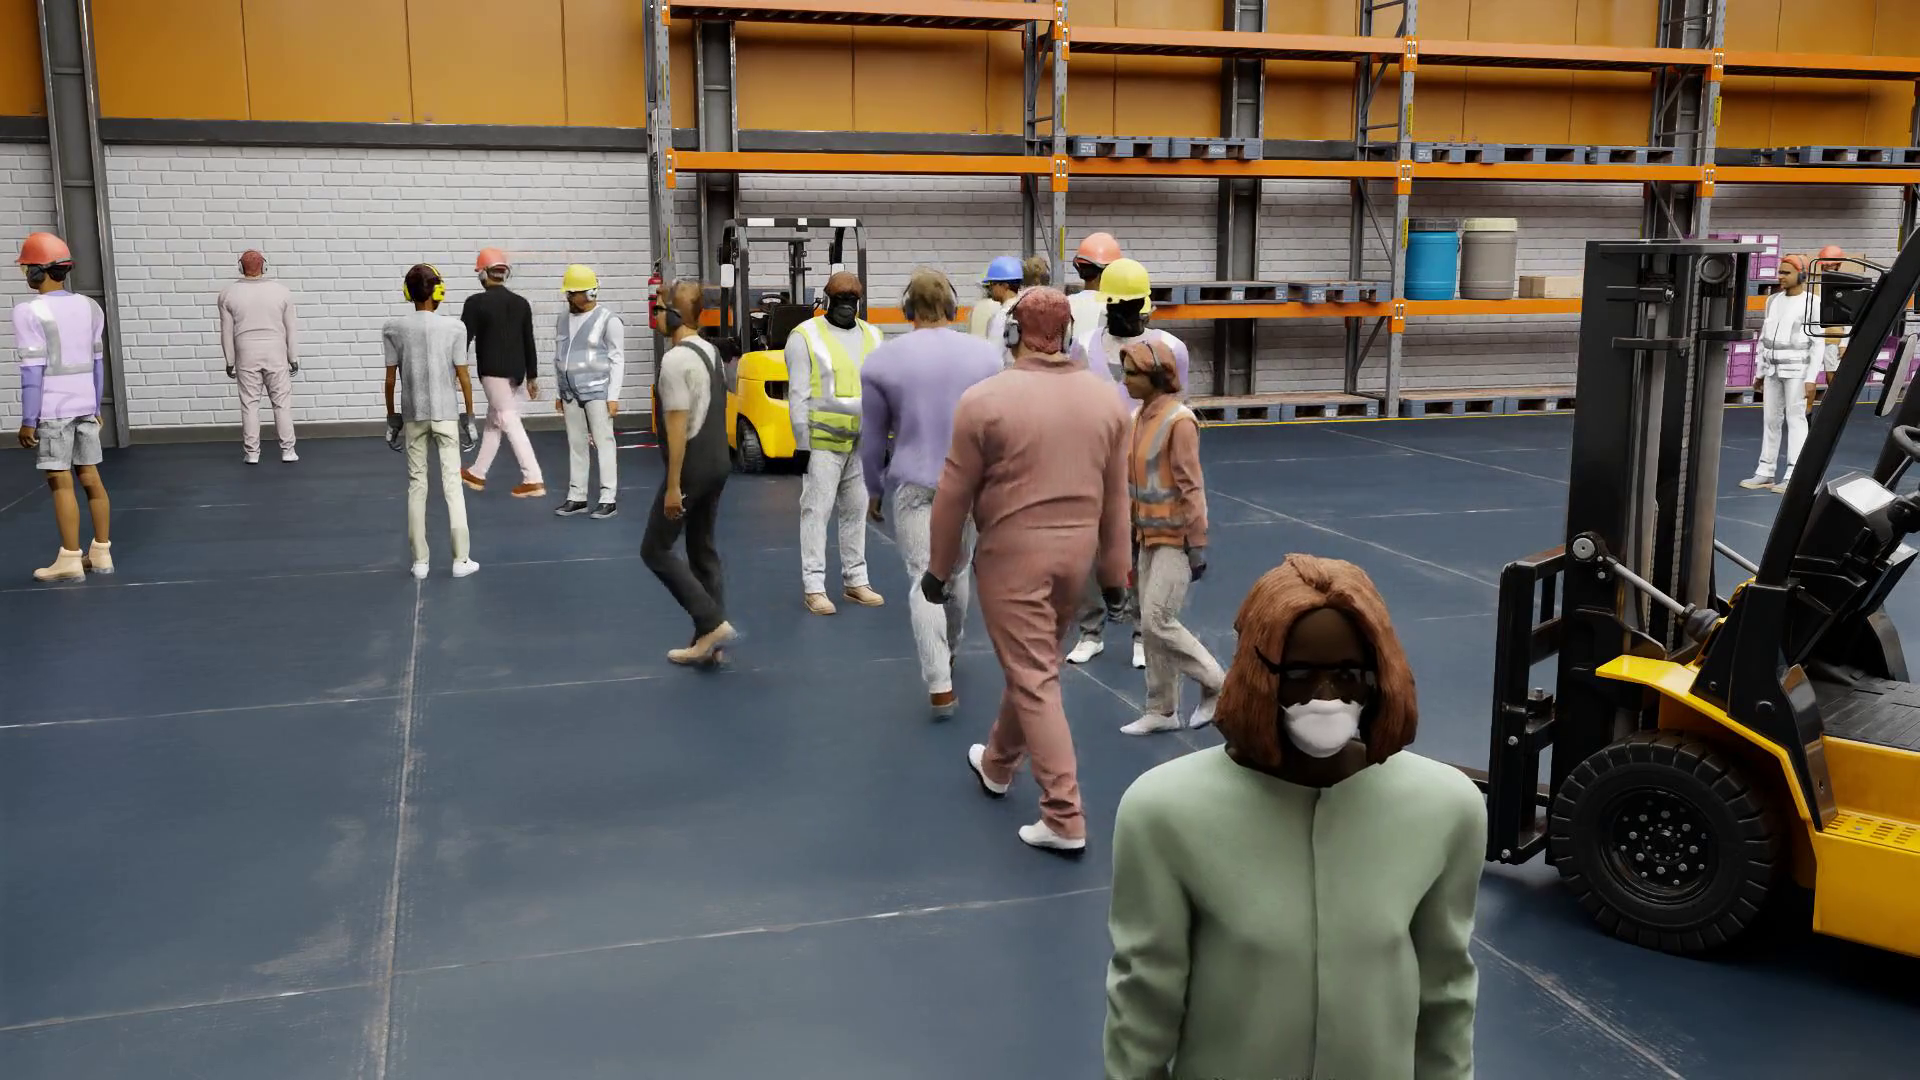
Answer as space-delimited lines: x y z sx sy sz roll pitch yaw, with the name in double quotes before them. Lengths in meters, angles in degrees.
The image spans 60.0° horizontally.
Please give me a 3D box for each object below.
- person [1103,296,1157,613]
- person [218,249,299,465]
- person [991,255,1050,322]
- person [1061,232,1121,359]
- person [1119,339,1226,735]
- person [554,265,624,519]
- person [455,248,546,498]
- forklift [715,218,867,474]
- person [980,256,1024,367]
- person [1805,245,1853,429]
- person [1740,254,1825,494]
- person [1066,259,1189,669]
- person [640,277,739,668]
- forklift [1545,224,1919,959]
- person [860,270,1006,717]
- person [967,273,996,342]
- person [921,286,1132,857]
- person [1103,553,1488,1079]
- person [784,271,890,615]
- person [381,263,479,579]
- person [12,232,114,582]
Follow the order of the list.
"person" 0.920 -0.492 9.021 0.322 1.769 0.523 -3 11 -15
"person" -6.236 -1.626 14.842 0.643 1.913 0.411 -4 11 -23
"person" 0.566 -1.200 12.595 0.652 1.887 1.040 2 10 9
"person" 0.798 -0.771 9.789 0.605 2.045 0.385 9 14 40
"person" 0.841 0.010 6.664 0.428 1.620 0.559 -3 11 -15
"person" -2.701 -1.064 12.005 0.587 1.822 0.403 5 12 27
"person" -3.636 -1.302 13.036 1.066 1.935 0.619 5 12 27
"forklift" -1.522 -1.778 14.899 1.214 2.155 2.313 -3 11 -17
"person" 0.322 -0.981 11.360 1.027 1.883 0.610 2 11 13
"person" 8.963 -2.081 17.261 0.352 1.940 0.545 -7 12 -34
"person" 6.549 -1.310 13.185 0.357 1.883 0.573 -4 11 -20
"person" 0.768 -0.350 7.823 0.585 1.921 0.383 4 11 19
"person" -1.271 -0.291 7.721 0.403 1.832 0.542 3 11 16
"forklift" 2.909 0.117 4.508 2.313 2.155 1.214 9 14 40
"person" -0.116 -0.232 7.295 0.636 1.870 1.063 -1 10 -5
"person" 0.356 -1.402 13.969 0.941 1.780 0.595 -5 12 -28
"person" 0.213 0.078 5.656 0.649 1.852 0.956 -6 12 -31
"person" 0.439 0.817 2.207 0.504 1.632 0.270 -1 10 -5
"person" -0.639 -0.527 9.022 0.620 1.840 0.430 -8 13 -37
"person" -3.144 -0.699 9.886 0.533 1.864 0.310 -2 10 -9
"person" -5.294 -0.772 9.787 0.369 2.048 0.607 2 11 13
